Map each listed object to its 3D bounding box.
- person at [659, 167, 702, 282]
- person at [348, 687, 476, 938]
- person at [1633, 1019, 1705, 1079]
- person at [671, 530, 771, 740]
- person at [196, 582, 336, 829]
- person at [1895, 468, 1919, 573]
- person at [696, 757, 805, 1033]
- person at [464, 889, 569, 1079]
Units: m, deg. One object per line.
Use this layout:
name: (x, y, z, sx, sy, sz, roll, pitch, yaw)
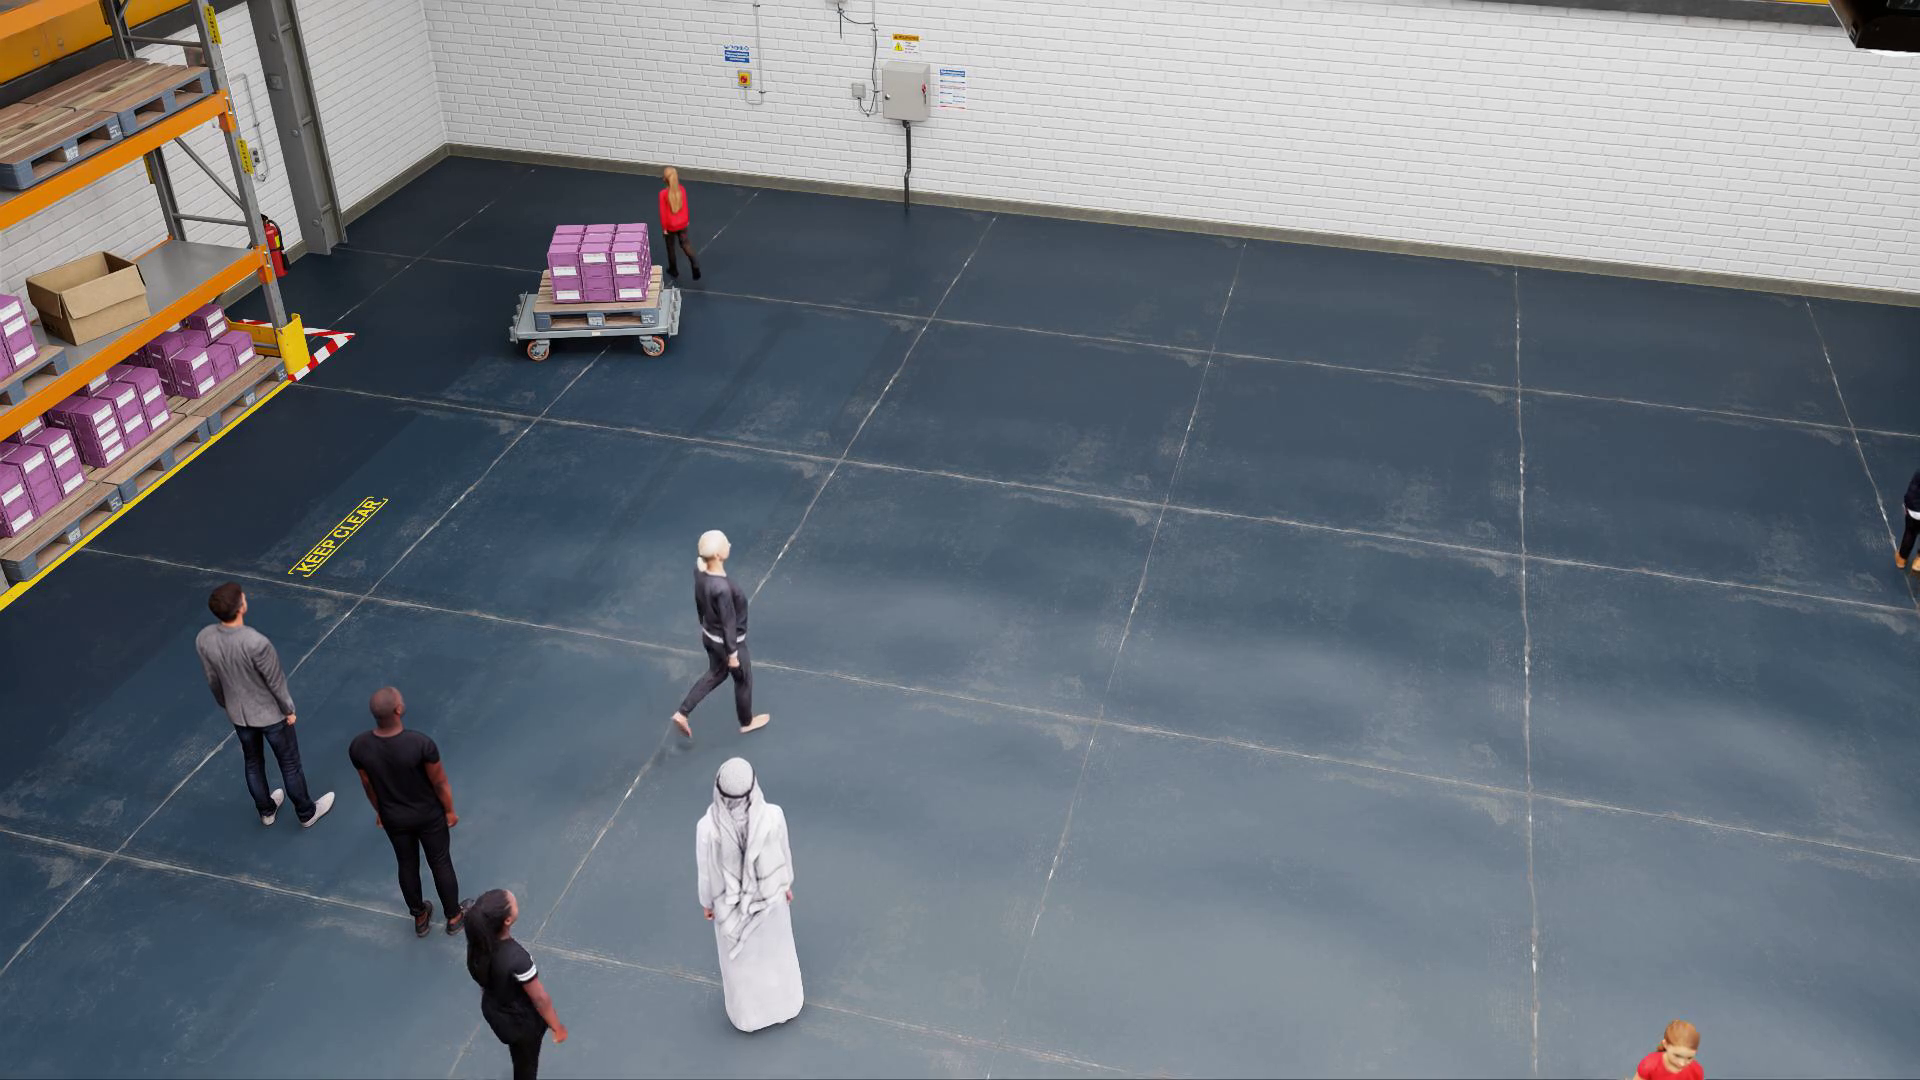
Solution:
person: (-3.033, -3.380, 17.898, 0.806, 1.269, 0.829, -23, 40, -30)
person: (-3.250, 1.629, 9.867, 0.720, 1.818, 0.651, 0, 34, 1)
person: (3.529, 2.876, 8.477, 0.598, 1.280, 0.942, 3, 34, 4)
person: (-1.686, 0.685, 11.386, 1.035, 1.709, 0.943, -21, 39, -29)
person: (-4.493, 1.075, 10.650, 0.699, 1.874, 0.627, 5, 34, 7)
person: (7.712, -0.255, 13.242, 0.564, 1.219, 0.642, 15, 37, 22)
person: (-1.178, 1.980, 9.242, 0.798, 1.926, 0.812, -9, 35, -14)
person: (-2.367, 2.519, 8.616, 0.783, 1.720, 0.746, -29, 43, -36)
